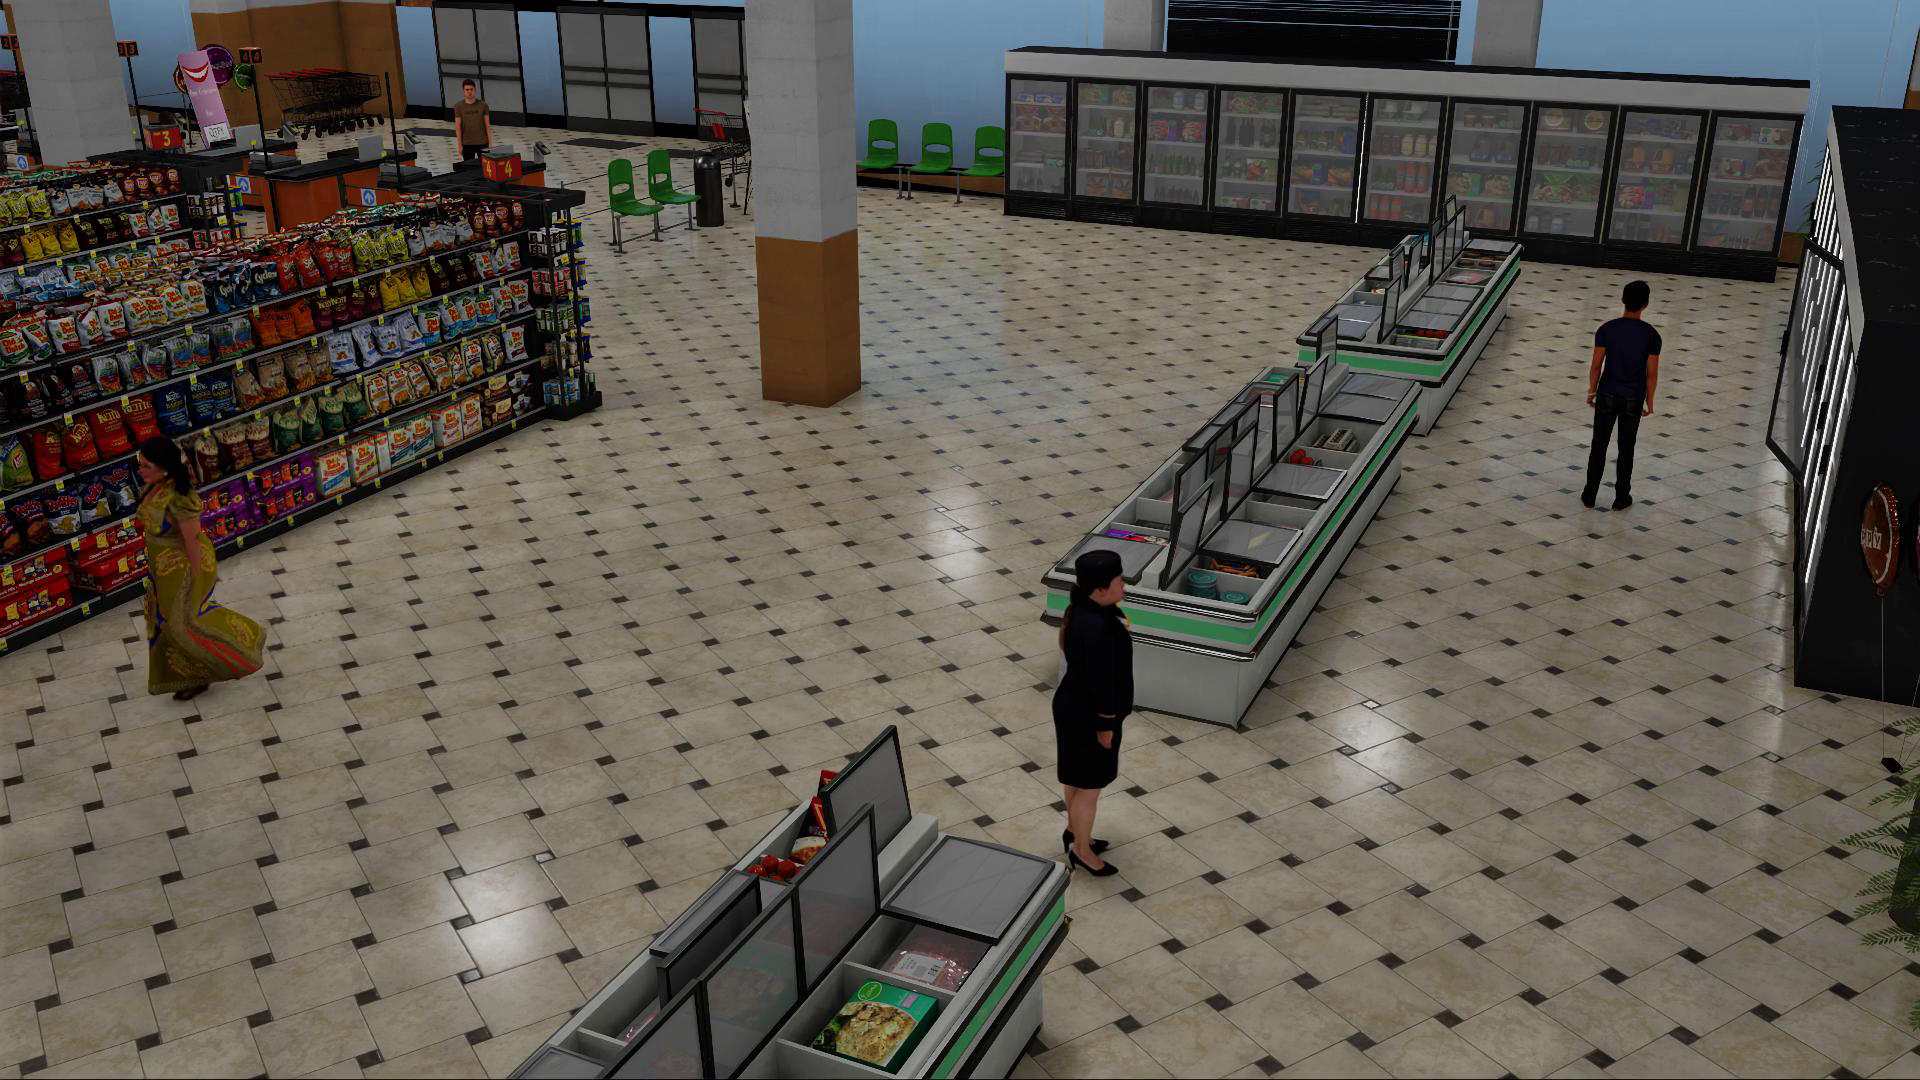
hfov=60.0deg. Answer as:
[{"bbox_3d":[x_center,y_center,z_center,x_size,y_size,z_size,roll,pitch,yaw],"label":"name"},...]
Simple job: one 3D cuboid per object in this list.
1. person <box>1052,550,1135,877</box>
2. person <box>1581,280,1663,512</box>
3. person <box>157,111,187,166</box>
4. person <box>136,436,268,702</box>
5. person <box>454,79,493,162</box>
[{"bbox_3d":[0.637,0.840,8.093,0.855,1.671,0.738,-1,22,-3],"label":"person"},{"bbox_3d":[5.069,-1.106,12.773,0.644,1.792,0.501,10,24,22],"label":"person"},{"bbox_3d":[-10.172,-4.650,21.592,0.632,1.794,0.530,9,24,22],"label":"person"},{"bbox_3d":[-4.523,0.151,9.842,0.953,1.646,1.077,19,29,39],"label":"person"},{"bbox_3d":[-7.120,-5.817,24.419,0.731,1.852,0.806,-9,24,-22],"label":"person"}]
